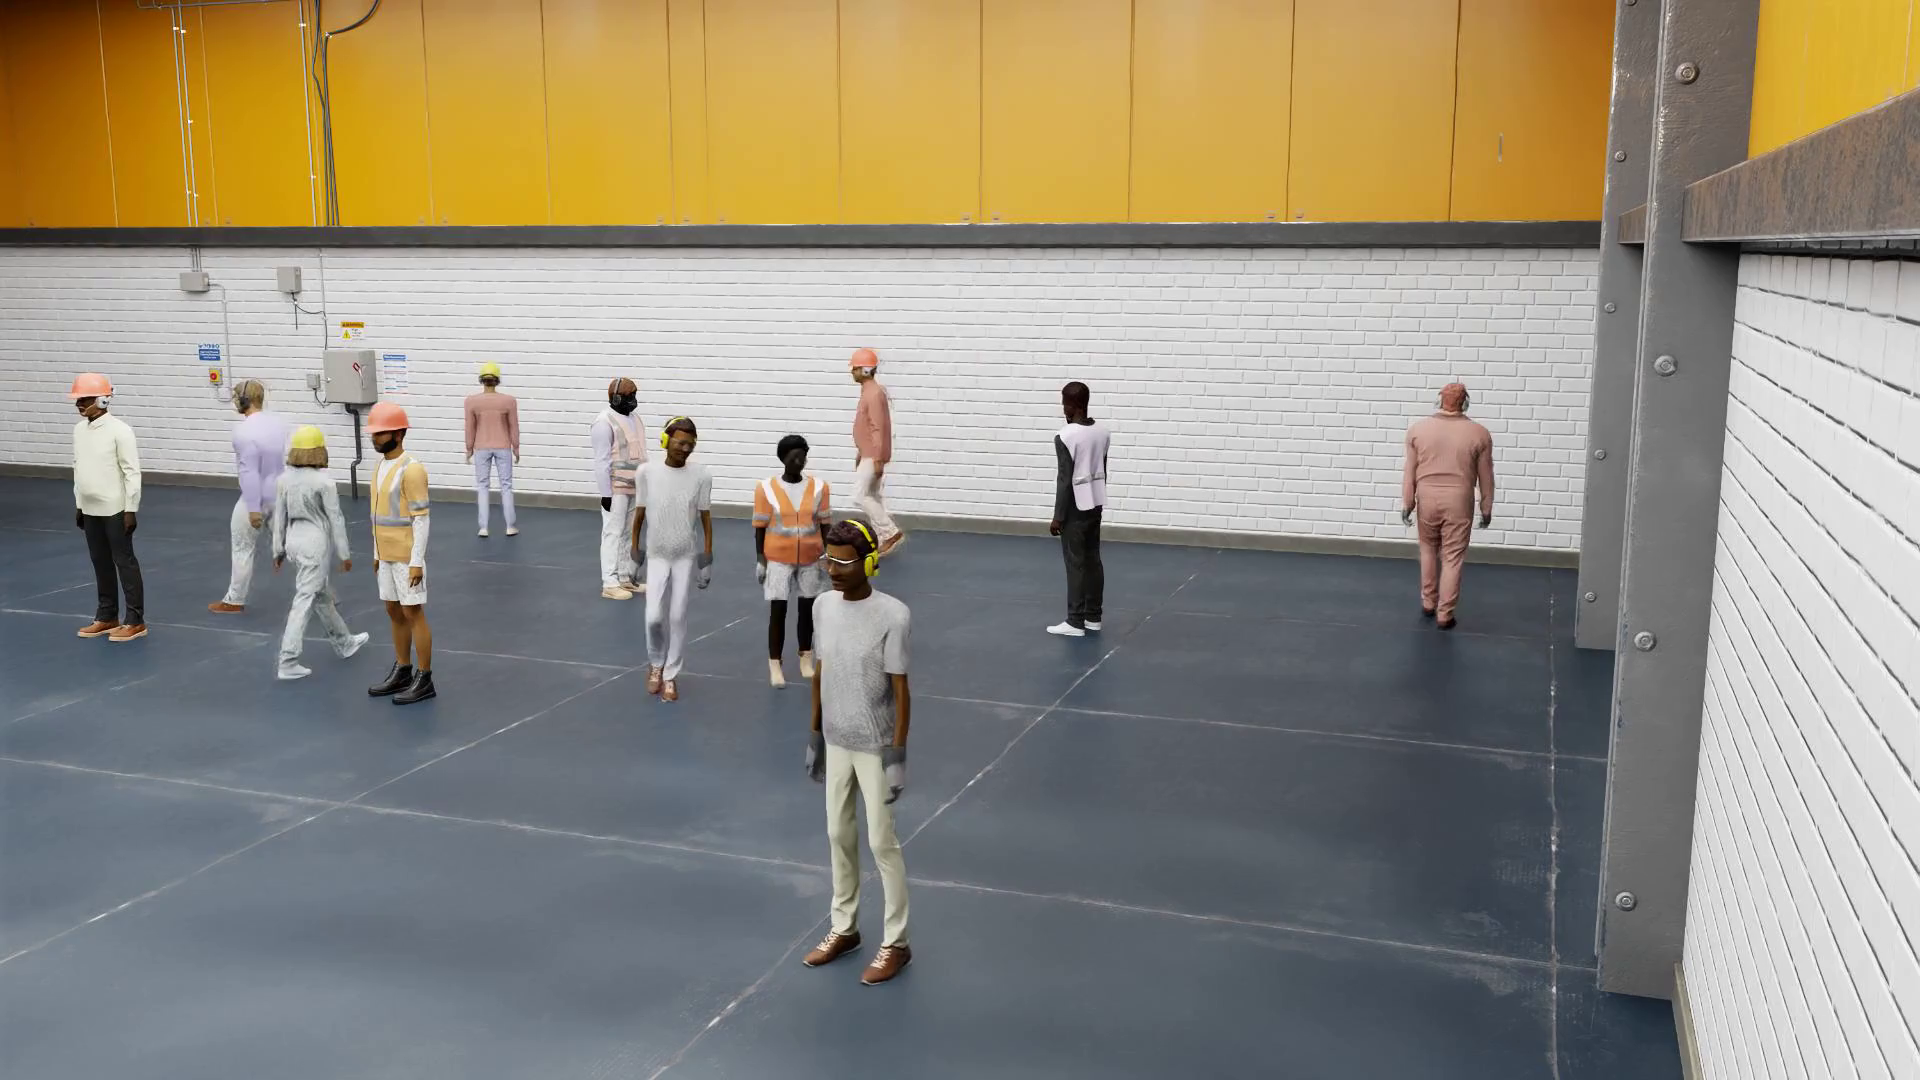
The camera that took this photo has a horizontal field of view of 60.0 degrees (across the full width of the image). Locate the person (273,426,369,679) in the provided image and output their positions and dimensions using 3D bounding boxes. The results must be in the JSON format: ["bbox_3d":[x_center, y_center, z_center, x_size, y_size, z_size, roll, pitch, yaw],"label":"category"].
[{"bbox_3d":[-4.416,0.060,11.430,0.503,1.690,0.918,4,11,24],"label":"person"}]

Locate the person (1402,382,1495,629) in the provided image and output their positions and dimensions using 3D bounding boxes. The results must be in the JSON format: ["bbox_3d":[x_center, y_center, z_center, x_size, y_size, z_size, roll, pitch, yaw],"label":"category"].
[{"bbox_3d":[3.796,-0.285,12.881,0.667,1.878,0.792,5,11,26],"label":"person"}]

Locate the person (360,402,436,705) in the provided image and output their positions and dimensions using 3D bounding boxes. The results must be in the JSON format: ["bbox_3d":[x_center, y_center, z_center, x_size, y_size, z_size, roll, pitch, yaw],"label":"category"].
[{"bbox_3d":[-3.614,0.082,10.649,0.552,1.935,0.361,9,14,42],"label":"person"}]

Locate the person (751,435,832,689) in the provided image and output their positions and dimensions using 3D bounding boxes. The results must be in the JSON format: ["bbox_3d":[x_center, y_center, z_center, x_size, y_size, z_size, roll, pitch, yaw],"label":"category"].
[{"bbox_3d":[-1.100,0.140,11.103,0.556,1.687,0.529,-4,11,-20],"label":"person"}]

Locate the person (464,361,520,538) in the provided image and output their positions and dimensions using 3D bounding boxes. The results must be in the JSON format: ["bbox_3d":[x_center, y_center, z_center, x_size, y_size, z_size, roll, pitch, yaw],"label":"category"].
[{"bbox_3d":[-4.684,-0.904,16.686,0.530,1.766,0.329,-2,10,-13],"label":"person"}]

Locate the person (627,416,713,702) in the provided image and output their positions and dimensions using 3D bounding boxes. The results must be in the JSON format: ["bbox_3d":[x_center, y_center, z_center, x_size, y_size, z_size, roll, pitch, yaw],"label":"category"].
[{"bbox_3d":[-1.850,0.128,10.640,0.558,1.845,0.403,-2,10,-10],"label":"person"}]

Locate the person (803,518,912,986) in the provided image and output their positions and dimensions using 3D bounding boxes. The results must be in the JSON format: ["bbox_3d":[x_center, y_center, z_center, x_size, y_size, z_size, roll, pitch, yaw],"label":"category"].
[{"bbox_3d":[-0.418,0.832,6.656,0.550,1.856,0.328,7,12,36],"label":"person"}]

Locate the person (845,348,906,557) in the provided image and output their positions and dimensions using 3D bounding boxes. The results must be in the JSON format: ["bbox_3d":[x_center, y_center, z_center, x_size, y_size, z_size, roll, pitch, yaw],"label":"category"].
[{"bbox_3d":[-0.836,-0.793,15.465,0.453,1.981,0.618,-1,10,-3],"label":"person"}]

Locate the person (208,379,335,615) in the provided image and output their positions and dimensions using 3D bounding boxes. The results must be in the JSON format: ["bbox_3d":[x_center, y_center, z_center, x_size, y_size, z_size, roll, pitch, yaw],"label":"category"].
[{"bbox_3d":[-5.452,-0.329,13.099,1.015,1.898,0.647,1,10,8],"label":"person"}]

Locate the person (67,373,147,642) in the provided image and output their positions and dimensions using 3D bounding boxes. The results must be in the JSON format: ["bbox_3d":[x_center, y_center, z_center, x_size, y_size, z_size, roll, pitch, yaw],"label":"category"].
[{"bbox_3d":[-6.335,-0.243,12.316,0.624,1.992,0.386,5,11,25],"label":"person"}]

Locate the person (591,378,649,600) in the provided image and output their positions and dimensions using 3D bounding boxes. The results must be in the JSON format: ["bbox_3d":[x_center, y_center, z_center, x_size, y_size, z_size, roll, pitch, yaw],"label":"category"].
[{"bbox_3d":[-2.799,-0.430,13.840,0.430,1.836,0.628,4,11,20],"label":"person"}]

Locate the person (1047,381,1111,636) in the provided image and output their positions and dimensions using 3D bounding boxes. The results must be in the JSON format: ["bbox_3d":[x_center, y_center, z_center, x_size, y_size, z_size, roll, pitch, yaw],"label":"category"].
[{"bbox_3d":[0.901,-0.234,12.492,0.393,1.916,0.591,8,13,38],"label":"person"}]
